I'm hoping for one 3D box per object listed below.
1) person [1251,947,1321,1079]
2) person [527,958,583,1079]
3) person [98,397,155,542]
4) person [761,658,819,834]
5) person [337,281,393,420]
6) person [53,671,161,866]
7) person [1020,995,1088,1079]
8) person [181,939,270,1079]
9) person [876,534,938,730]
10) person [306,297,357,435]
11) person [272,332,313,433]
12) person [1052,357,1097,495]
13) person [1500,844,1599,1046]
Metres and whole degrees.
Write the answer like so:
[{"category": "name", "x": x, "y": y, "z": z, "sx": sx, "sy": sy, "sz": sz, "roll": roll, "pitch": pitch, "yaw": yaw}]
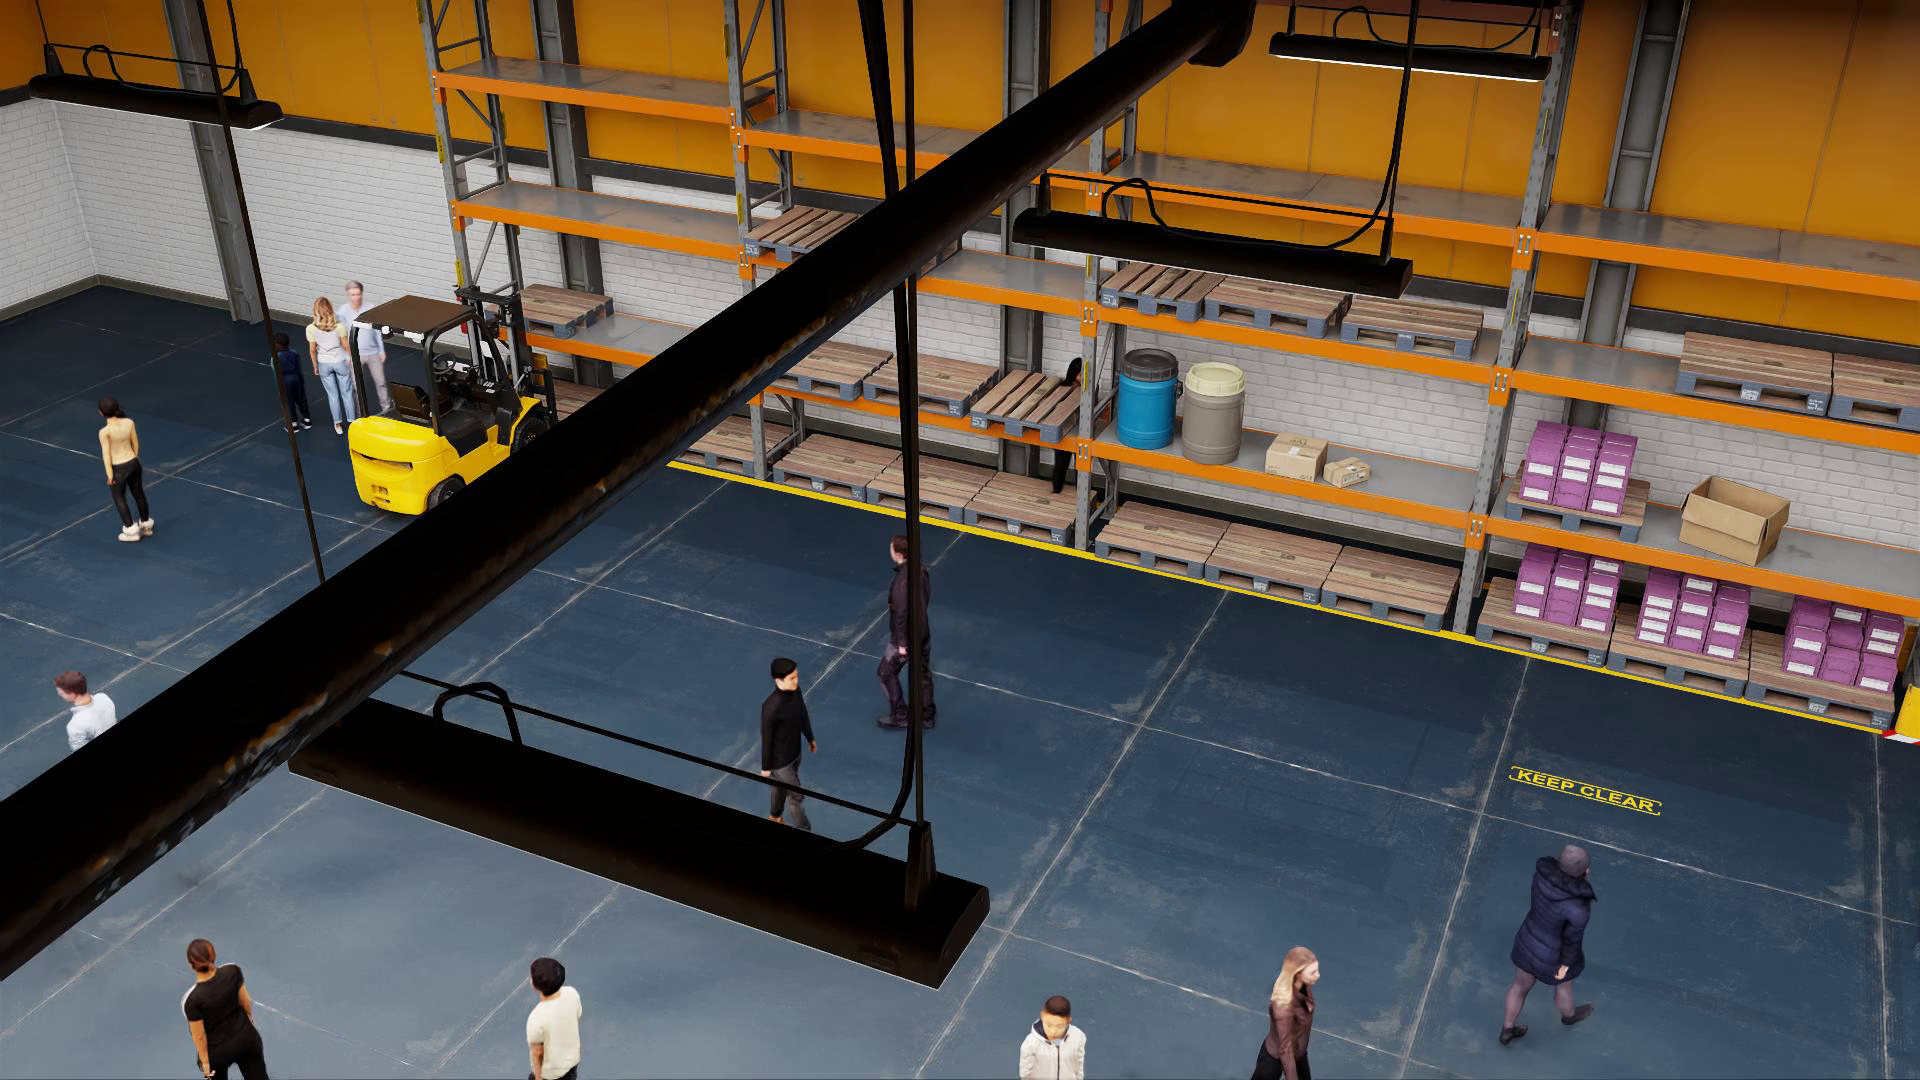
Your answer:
[{"category": "person", "x": 1.935, "y": 3.213, "z": 10.426, "sx": 1.157, "sy": 1.665, "sz": 0.730, "roll": 18, "pitch": 33, "yaw": 30}, {"category": "person", "x": -2.474, "y": 3.287, "z": 10.382, "sx": 0.687, "sy": 1.577, "sz": 0.627, "roll": 16, "pitch": 32, "yaw": 27}, {"category": "person", "x": -8.868, "y": -0.767, "z": 17.730, "sx": 0.628, "sy": 1.658, "sz": 0.632, "roll": 16, "pitch": 32, "yaw": 27}, {"category": "person", "x": -1.455, "y": 1.660, "z": 13.231, "sx": 0.875, "sy": 1.706, "sz": 0.686, "roll": 11, "pitch": 30, "yaw": 19}, {"category": "person", "x": -7.262, "y": -2.270, "z": 20.247, "sx": 0.731, "sy": 1.887, "sz": 0.776, "roll": -12, "pitch": 31, "yaw": -21}, {"category": "person", "x": -6.512, "y": 1.802, "z": 12.844, "sx": 0.930, "sy": 1.828, "sz": 0.805, "roll": 6, "pitch": 29, "yaw": 11}, {"category": "person", "x": 0.555, "y": 3.387, "z": 10.330, "sx": 0.642, "sy": 1.453, "sz": 0.704, "roll": -9, "pitch": 30, "yaw": -17}, {"category": "person", "x": -4.549, "y": 3.210, "z": 10.467, "sx": 1.156, "sy": 1.631, "sz": 0.738, "roll": 19, "pitch": 34, "yaw": 30}, {"category": "person", "x": -0.371, "y": 0.857, "z": 14.512, "sx": 0.715, "sy": 1.889, "sz": 0.715, "roll": 15, "pitch": 32, "yaw": 26}, {"category": "person", "x": -7.584, "y": -2.110, "z": 20.127, "sx": 0.684, "sy": 1.722, "sz": 0.767, "roll": -7, "pitch": 29, "yaw": -13}, {"category": "person", "x": -8.179, "y": -1.941, "z": 20.306, "sx": 0.547, "sy": 1.253, "sz": 0.549, "roll": 24, "pitch": 37, "yaw": 36}, {"category": "person", "x": 1.255, "y": -1.182, "z": 18.332, "sx": 0.779, "sy": 1.811, "sz": 0.841, "roll": -9, "pitch": 30, "yaw": -16}, {"category": "person", "x": 3.918, "y": 2.773, "z": 11.258, "sx": 1.068, "sy": 1.641, "sz": 1.043, "roll": -14, "pitch": 31, "yaw": -23}]
